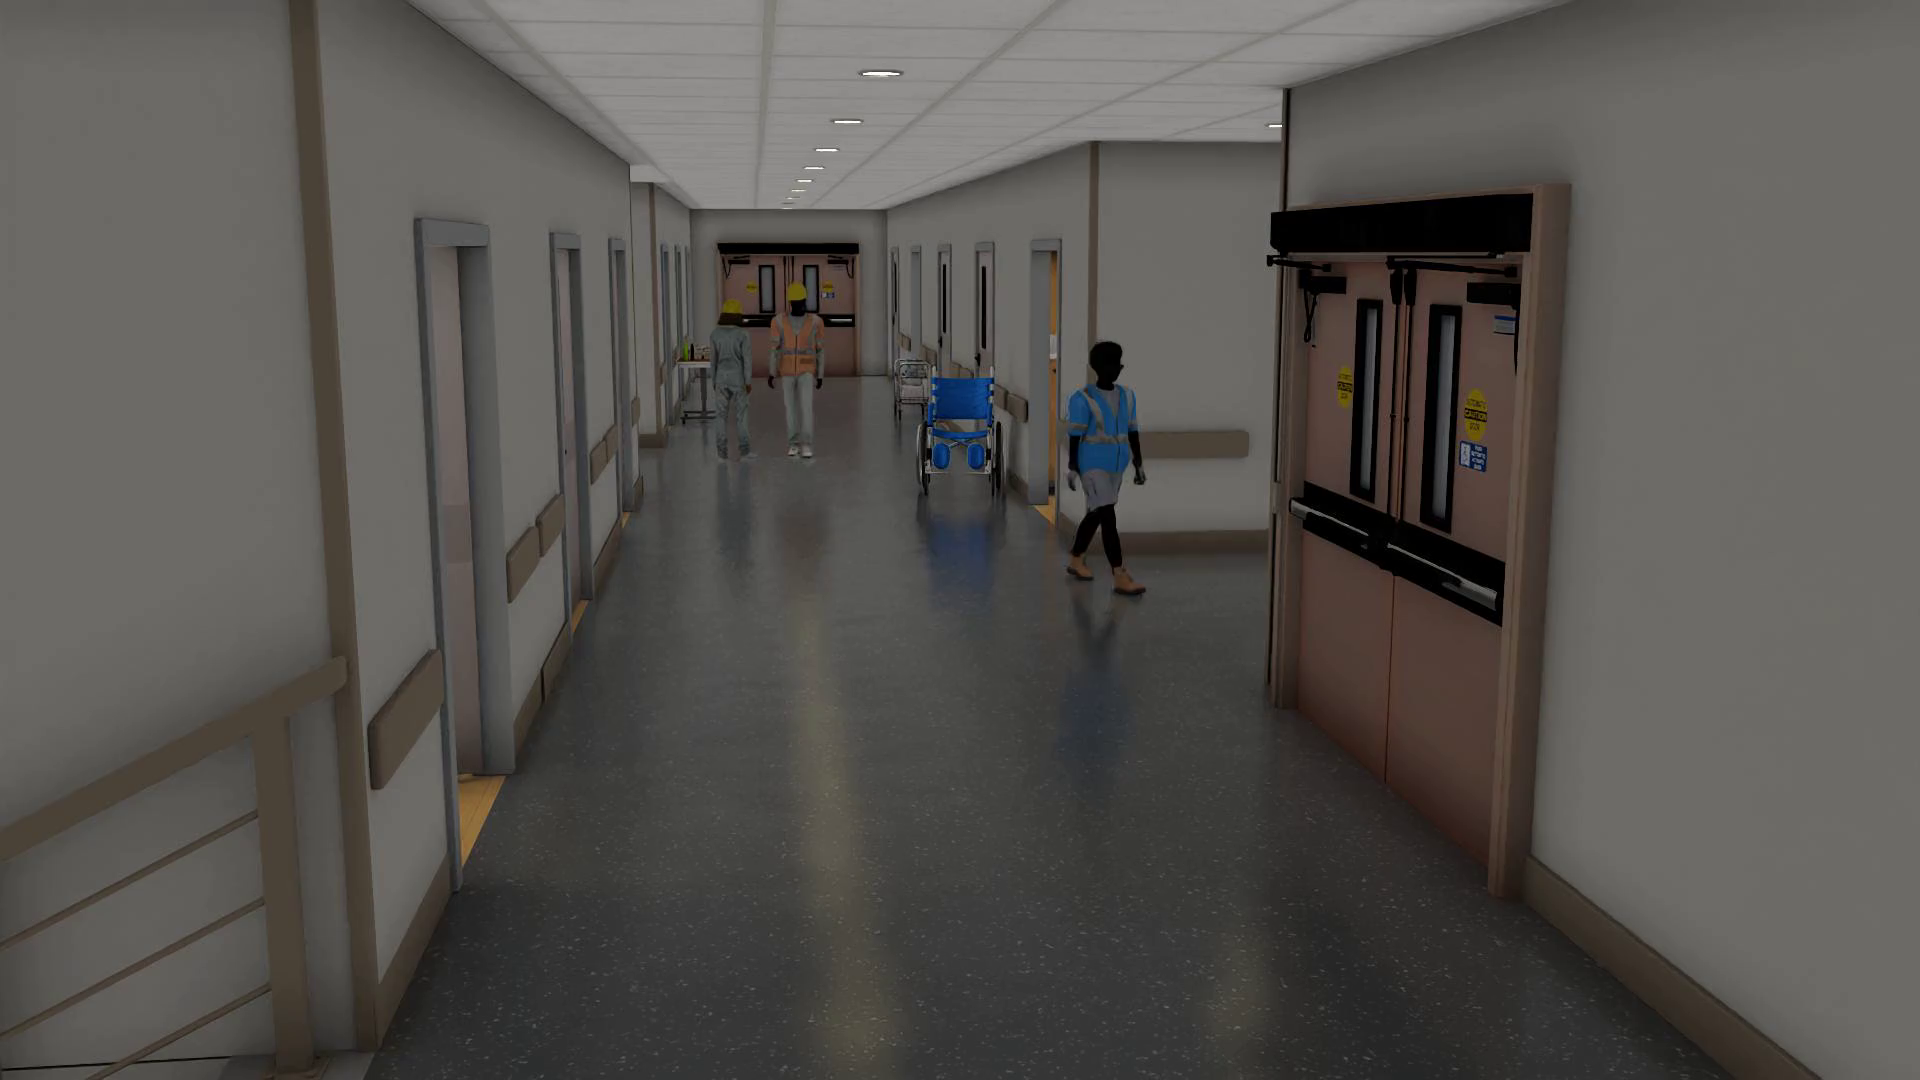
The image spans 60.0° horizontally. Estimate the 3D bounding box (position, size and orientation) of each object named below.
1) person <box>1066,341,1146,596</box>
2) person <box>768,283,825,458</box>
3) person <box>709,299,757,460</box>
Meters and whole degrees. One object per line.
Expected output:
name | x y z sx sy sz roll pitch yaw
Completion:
person | 0.957 -0.495 11.047 0.545 1.651 0.865 -7 12 -37
person | -1.787 -1.838 18.151 0.608 1.901 0.758 0 10 0
person | -2.465 -1.730 17.986 0.491 1.742 0.330 3 10 15
